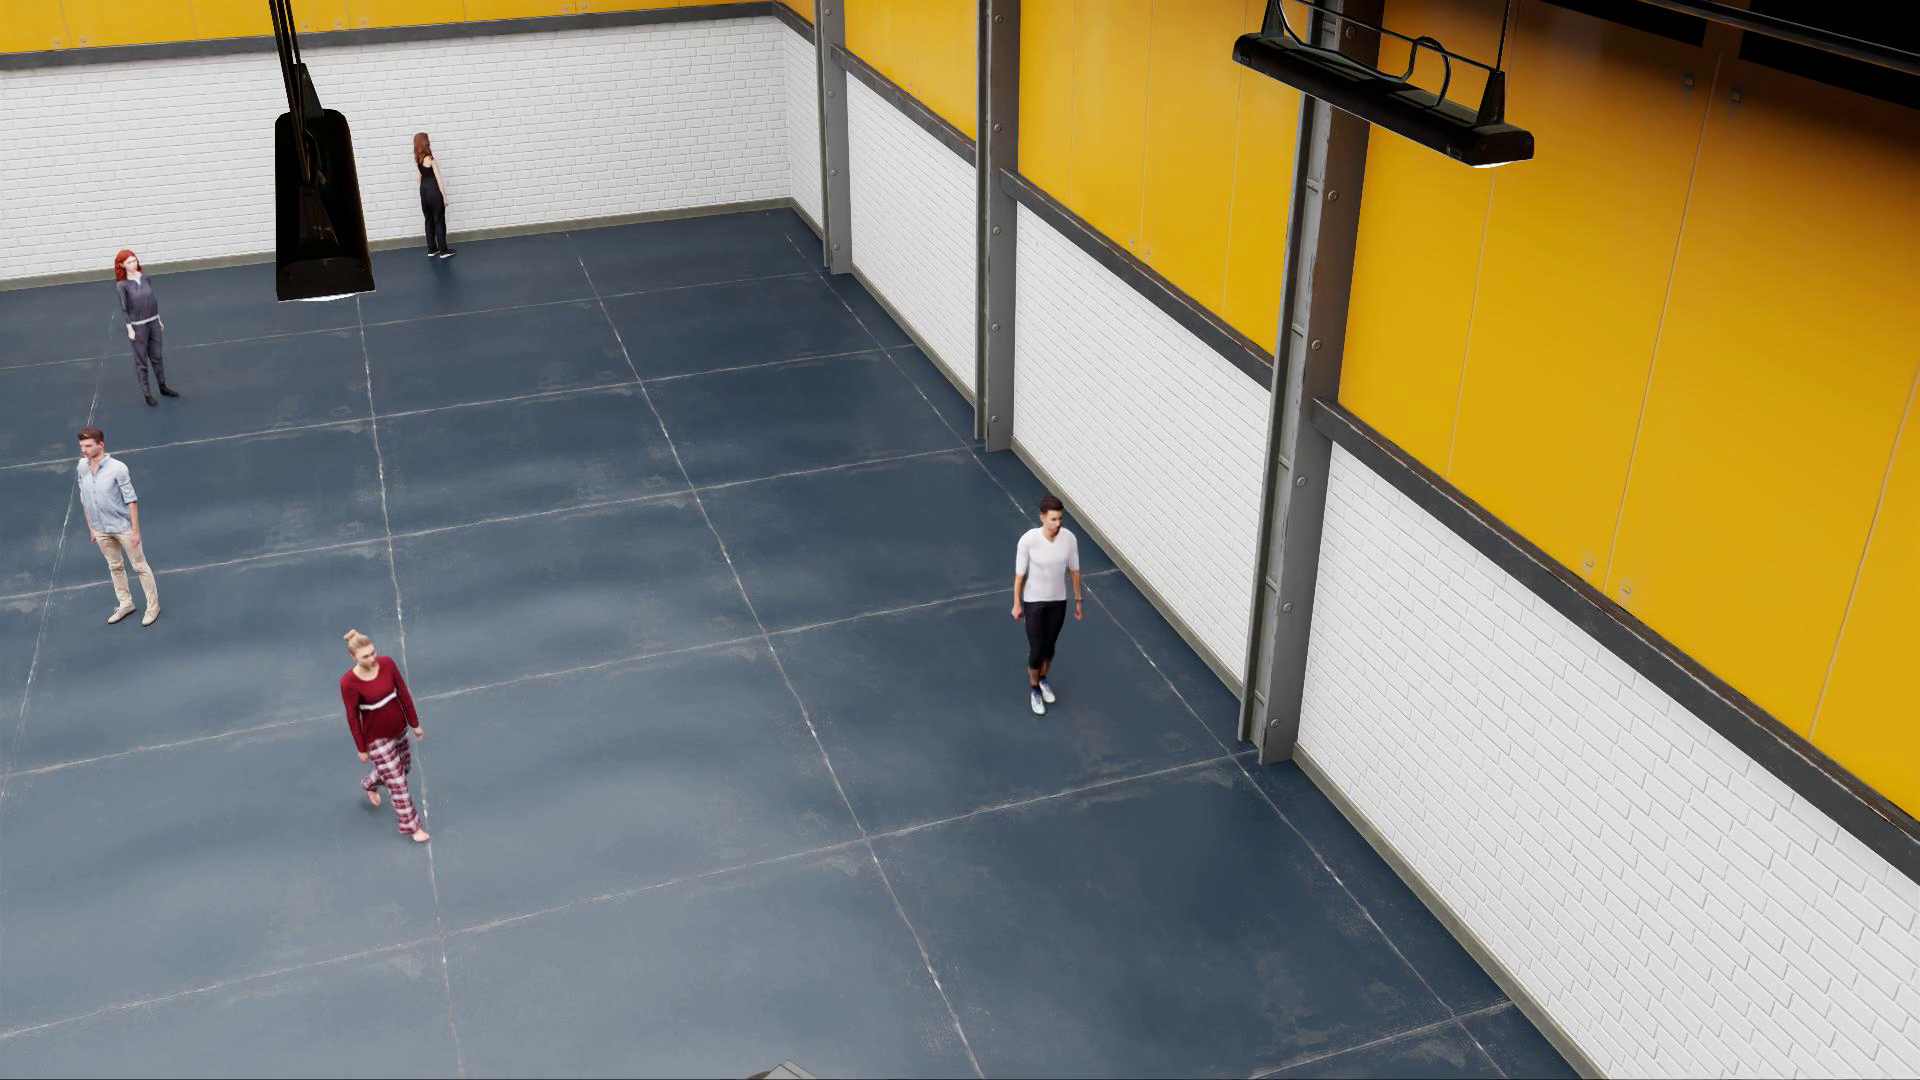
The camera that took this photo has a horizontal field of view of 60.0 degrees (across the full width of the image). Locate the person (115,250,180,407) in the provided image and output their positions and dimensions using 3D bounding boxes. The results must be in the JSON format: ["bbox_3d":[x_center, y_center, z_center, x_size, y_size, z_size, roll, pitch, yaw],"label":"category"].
[{"bbox_3d":[-9.189,-2.411,18.712,0.694,1.779,0.649,15,32,26],"label":"person"}]

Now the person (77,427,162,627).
[{"bbox_3d":[-7.346,-0.134,14.466,0.732,1.848,0.723,4,29,7],"label":"person"}]

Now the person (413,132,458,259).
[{"bbox_3d":[-7.368,-4.803,23.130,0.654,1.747,0.713,12,31,21],"label":"person"}]

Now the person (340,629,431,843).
[{"bbox_3d":[-4.159,1.360,11.908,1.074,1.674,0.966,17,33,29],"label":"person"}]

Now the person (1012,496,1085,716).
[{"bbox_3d":[0.661,0.446,13.409,0.700,1.841,0.681,-9,30,-16],"label":"person"}]
